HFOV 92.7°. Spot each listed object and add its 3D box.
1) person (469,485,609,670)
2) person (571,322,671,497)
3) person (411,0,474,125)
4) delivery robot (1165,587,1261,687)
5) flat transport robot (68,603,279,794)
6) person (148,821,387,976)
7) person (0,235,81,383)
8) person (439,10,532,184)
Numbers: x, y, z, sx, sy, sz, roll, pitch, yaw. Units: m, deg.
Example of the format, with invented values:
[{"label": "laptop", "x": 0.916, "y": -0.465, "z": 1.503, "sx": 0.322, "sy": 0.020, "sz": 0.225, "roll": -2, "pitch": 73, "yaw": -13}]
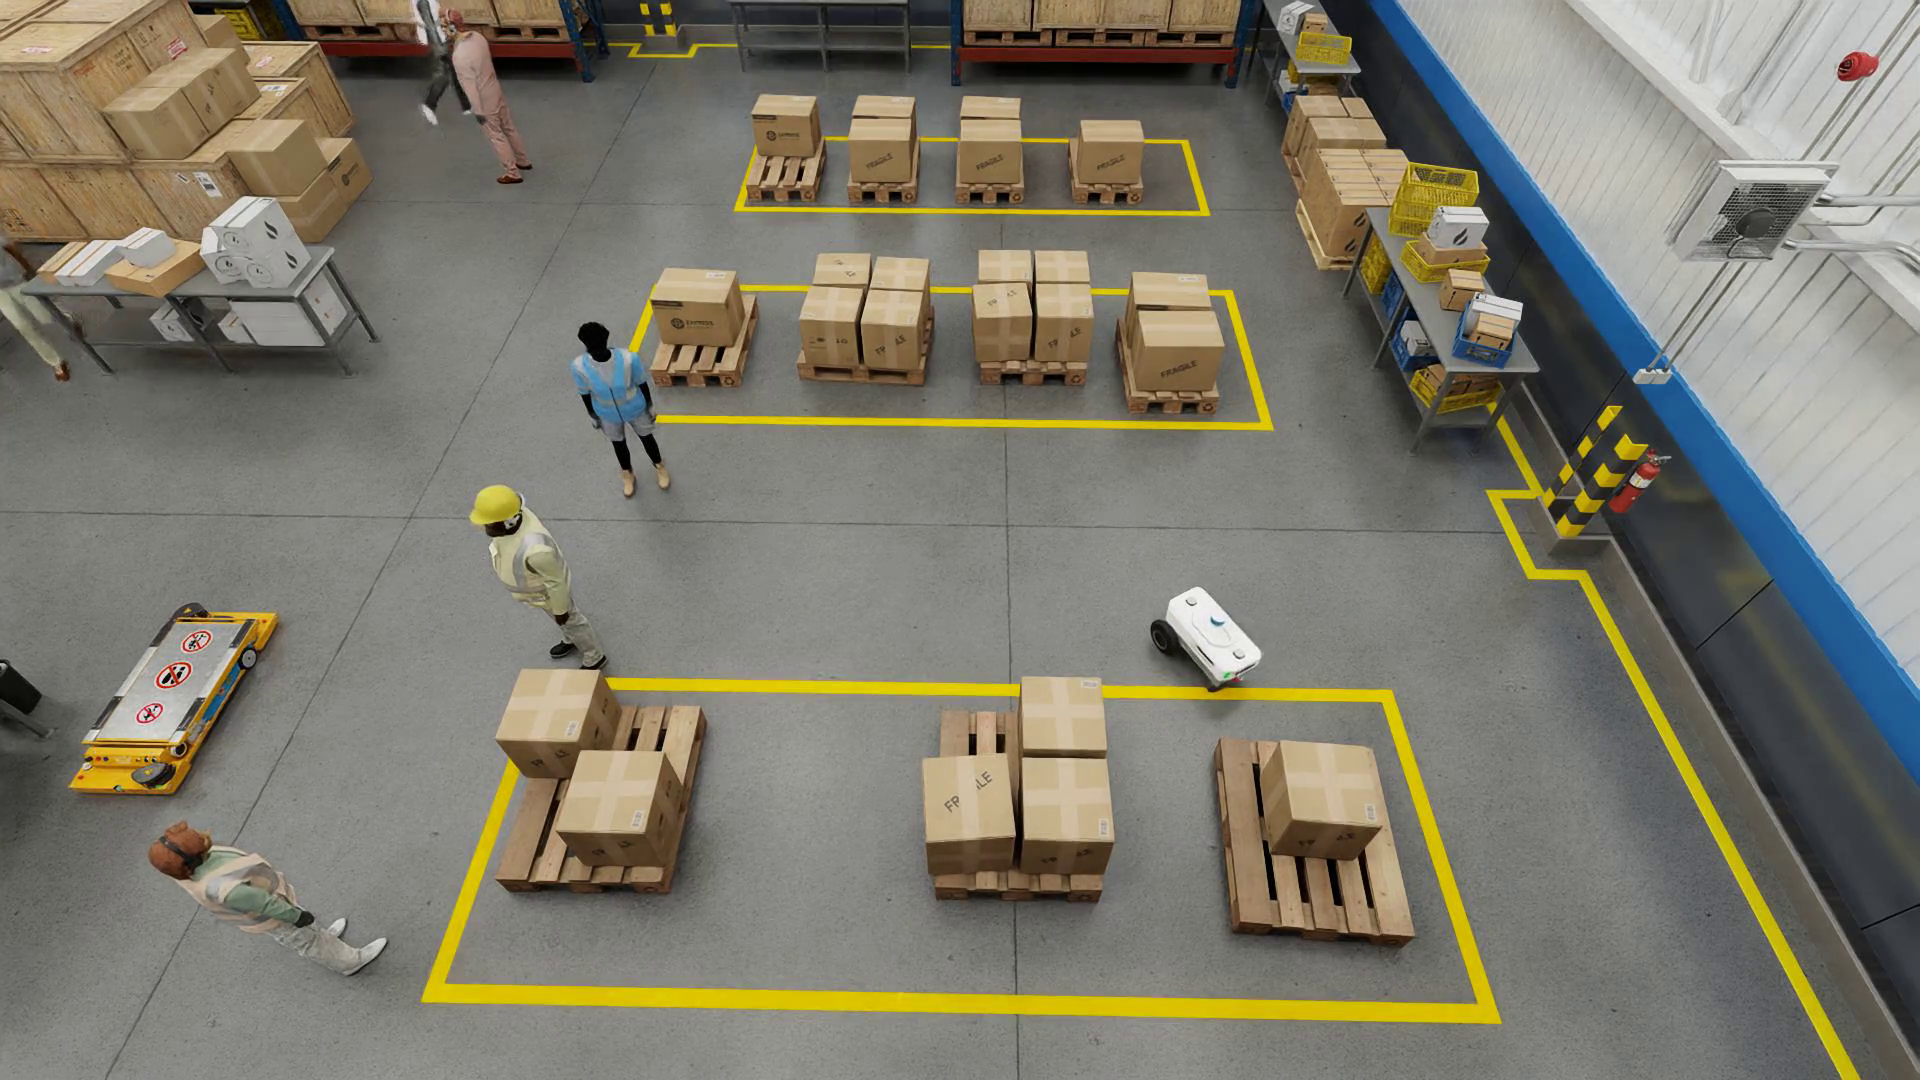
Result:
[{"label": "person", "x": -2.781, "y": 0.295, "z": 6.081, "sx": 0.403, "sy": 1.837, "sz": 0.590, "roll": -36, "pitch": 58, "yaw": -26}, {"label": "person", "x": -2.690, "y": -1.030, "z": 7.291, "sx": 0.540, "sy": 1.696, "sz": 0.317, "roll": -12, "pitch": 51, "yaw": -10}, {"label": "person", "x": -6.775, "y": -6.340, "z": 11.666, "sx": 0.718, "sy": 1.886, "sz": 0.609, "roll": -14, "pitch": 51, "yaw": -12}, {"label": "delivery robot", "x": 1.796, "y": 0.682, "z": 6.528, "sx": 0.477, "sy": 0.478, "sz": 0.707, "roll": -23, "pitch": 54, "yaw": -18}, {"label": "flat transport robot", "x": -5.504, "y": 1.072, "z": 6.442, "sx": 0.652, "sy": 0.197, "sz": 1.431, "roll": 1, "pitch": 50, "yaw": 1}, {"label": "person", "x": -3.660, "y": 1.918, "z": 4.834, "sx": 0.514, "sy": 1.641, "sz": 0.309, "roll": 18, "pitch": 52, "yaw": 15}, {"label": "person", "x": -8.702, "y": -2.365, "z": 8.331, "sx": 0.551, "sy": 1.843, "sz": 0.648, "roll": -21, "pitch": 53, "yaw": -17}, {"label": "person", "x": -5.515, "y": -5.114, "z": 10.622, "sx": 0.400, "sy": 1.900, "sz": 0.651, "roll": 3, "pitch": 50, "yaw": 3}]
